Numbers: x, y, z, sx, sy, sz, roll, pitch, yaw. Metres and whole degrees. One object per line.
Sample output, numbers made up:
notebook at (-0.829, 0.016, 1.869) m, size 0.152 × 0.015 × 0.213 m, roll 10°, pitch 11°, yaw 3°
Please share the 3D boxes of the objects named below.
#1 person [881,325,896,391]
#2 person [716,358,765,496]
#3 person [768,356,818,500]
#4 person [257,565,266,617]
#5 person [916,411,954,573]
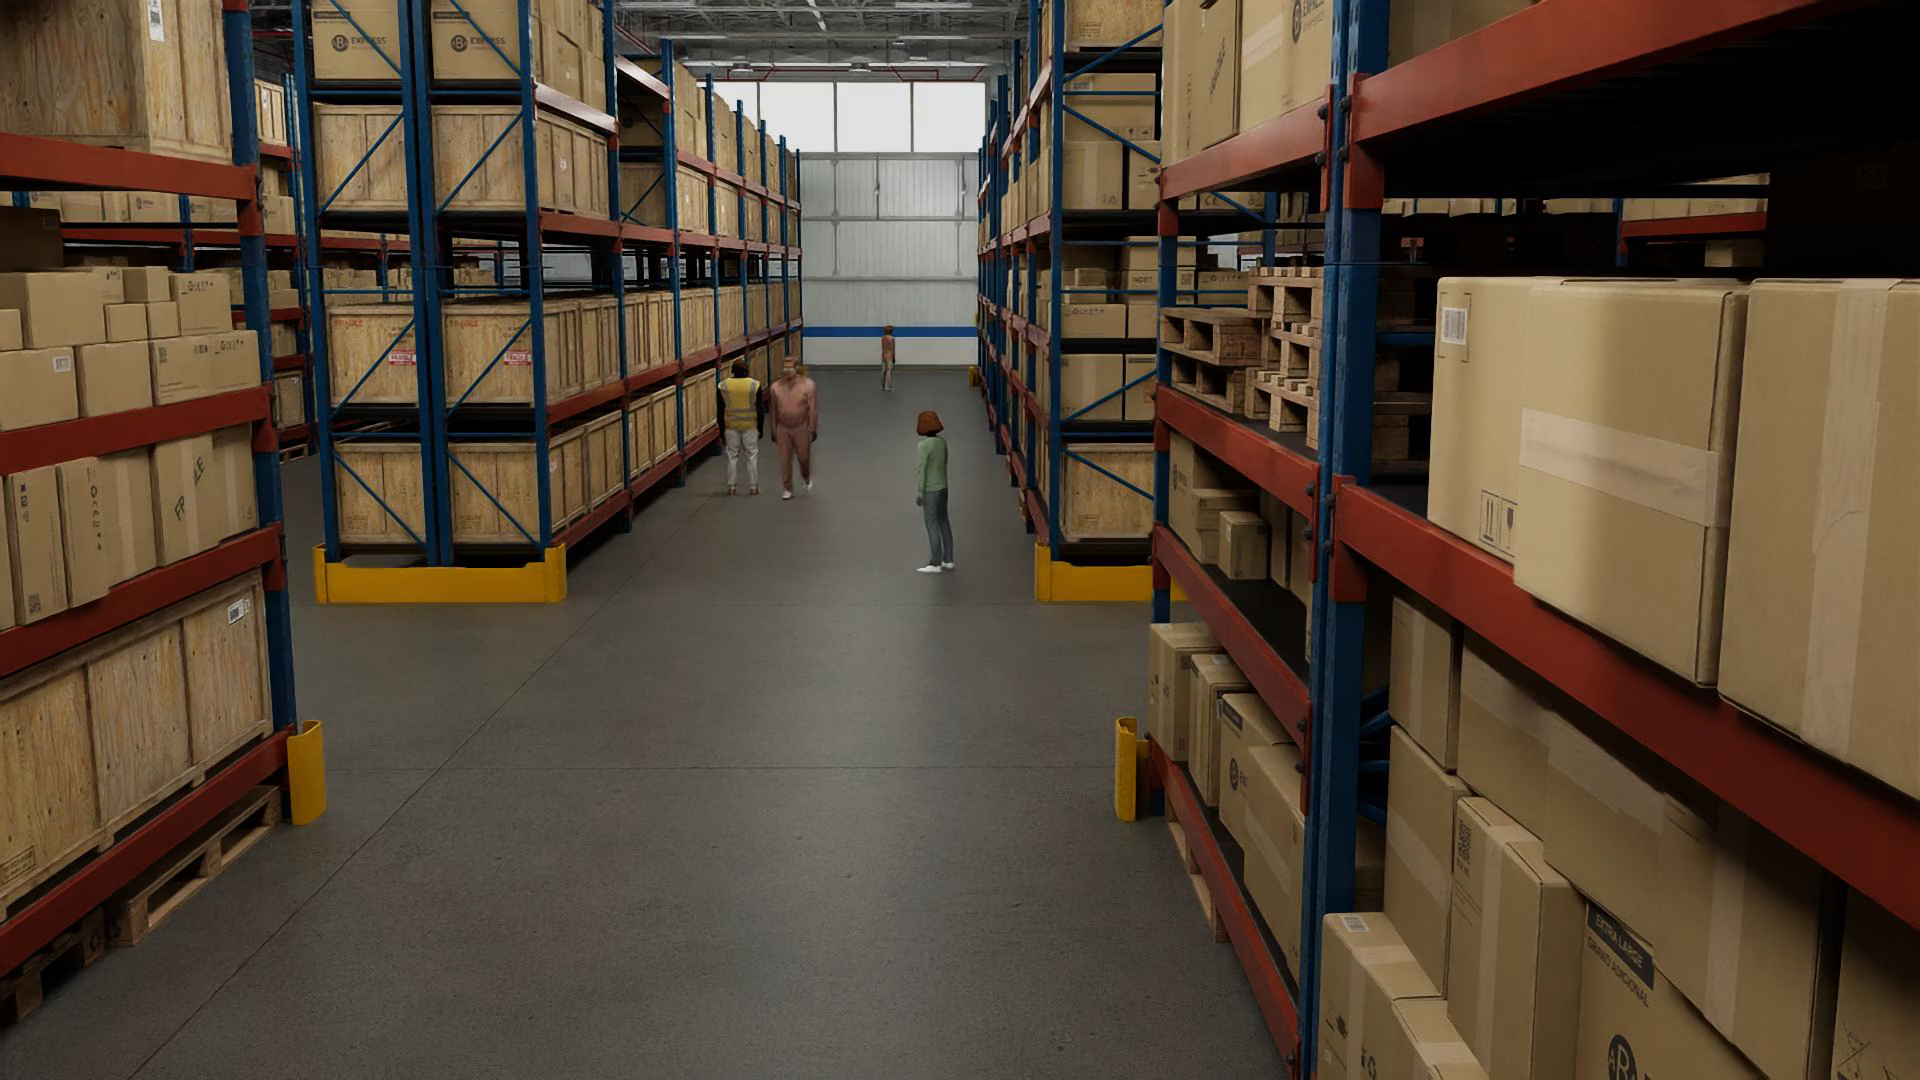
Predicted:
person at (-1.792, -4.526, 41.441) m, size 0.318 × 1.631 × 0.514 m, roll -7°, pitch 12°, yaw -38°
person at (-2.929, -1.507, 22.276) m, size 0.633 × 1.843 × 0.429 m, roll -1°, pitch 9°, yaw -5°
person at (-2.209, -1.486, 21.994) m, size 0.661 × 1.887 × 0.495 m, roll 1°, pitch 9°, yaw 4°
person at (-6.450, -0.247, 14.512) m, size 0.964 × 1.853 × 0.633 m, roll 4°, pitch 10°, yaw 21°
person at (-0.272, -0.483, 16.686) m, size 0.322 × 1.623 × 0.512 m, roll 5°, pitch 11°, yaw 29°
